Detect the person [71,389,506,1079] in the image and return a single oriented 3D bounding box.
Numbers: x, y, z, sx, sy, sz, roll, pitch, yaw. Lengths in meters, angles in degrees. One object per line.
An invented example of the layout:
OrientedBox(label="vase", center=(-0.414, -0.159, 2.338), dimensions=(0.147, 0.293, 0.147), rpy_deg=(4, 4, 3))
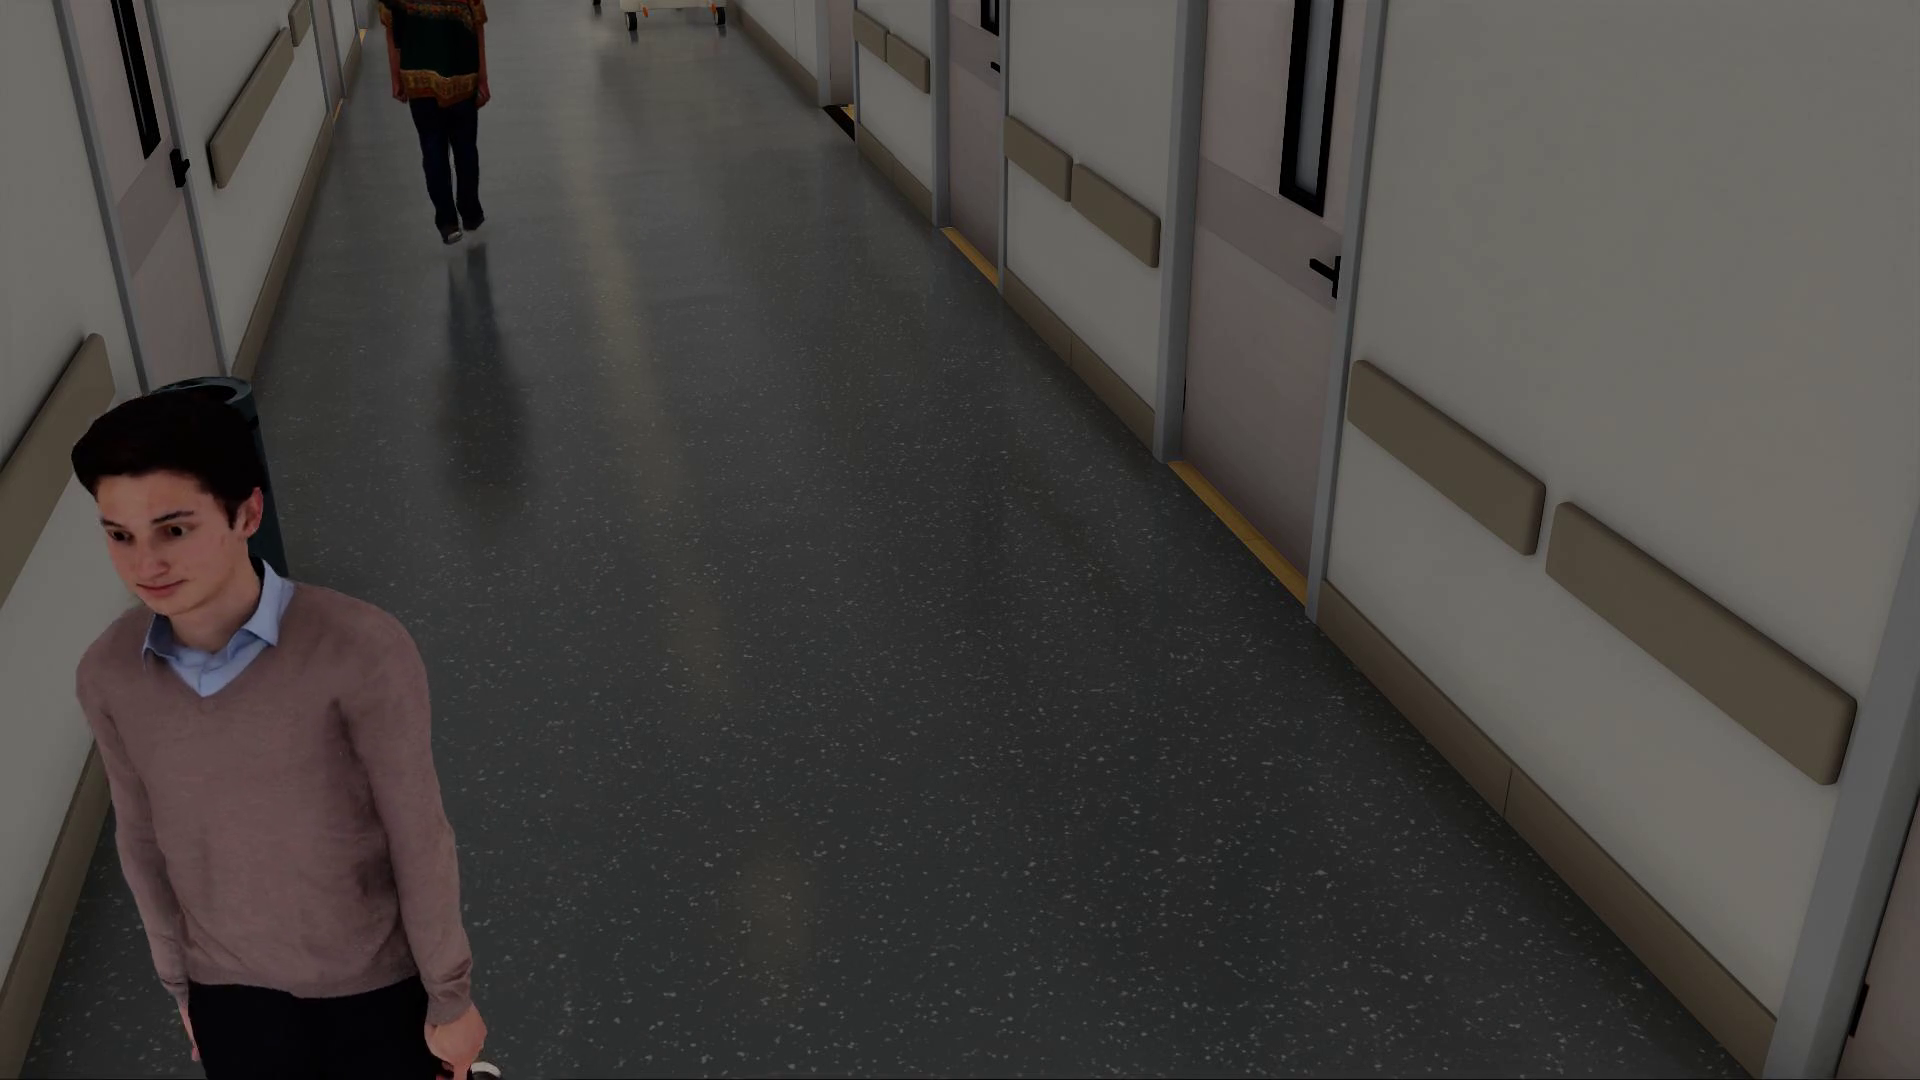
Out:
OrientedBox(label="person", center=(-0.888, 0.605, 2.419), dimensions=(1.001, 1.794, 0.875), rpy_deg=(1, 26, 2))

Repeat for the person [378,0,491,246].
OrientedBox(label="person", center=(-2.707, -2.404, 8.621), dimensions=(0.936, 1.786, 0.746), rpy_deg=(-7, 27, -13))
